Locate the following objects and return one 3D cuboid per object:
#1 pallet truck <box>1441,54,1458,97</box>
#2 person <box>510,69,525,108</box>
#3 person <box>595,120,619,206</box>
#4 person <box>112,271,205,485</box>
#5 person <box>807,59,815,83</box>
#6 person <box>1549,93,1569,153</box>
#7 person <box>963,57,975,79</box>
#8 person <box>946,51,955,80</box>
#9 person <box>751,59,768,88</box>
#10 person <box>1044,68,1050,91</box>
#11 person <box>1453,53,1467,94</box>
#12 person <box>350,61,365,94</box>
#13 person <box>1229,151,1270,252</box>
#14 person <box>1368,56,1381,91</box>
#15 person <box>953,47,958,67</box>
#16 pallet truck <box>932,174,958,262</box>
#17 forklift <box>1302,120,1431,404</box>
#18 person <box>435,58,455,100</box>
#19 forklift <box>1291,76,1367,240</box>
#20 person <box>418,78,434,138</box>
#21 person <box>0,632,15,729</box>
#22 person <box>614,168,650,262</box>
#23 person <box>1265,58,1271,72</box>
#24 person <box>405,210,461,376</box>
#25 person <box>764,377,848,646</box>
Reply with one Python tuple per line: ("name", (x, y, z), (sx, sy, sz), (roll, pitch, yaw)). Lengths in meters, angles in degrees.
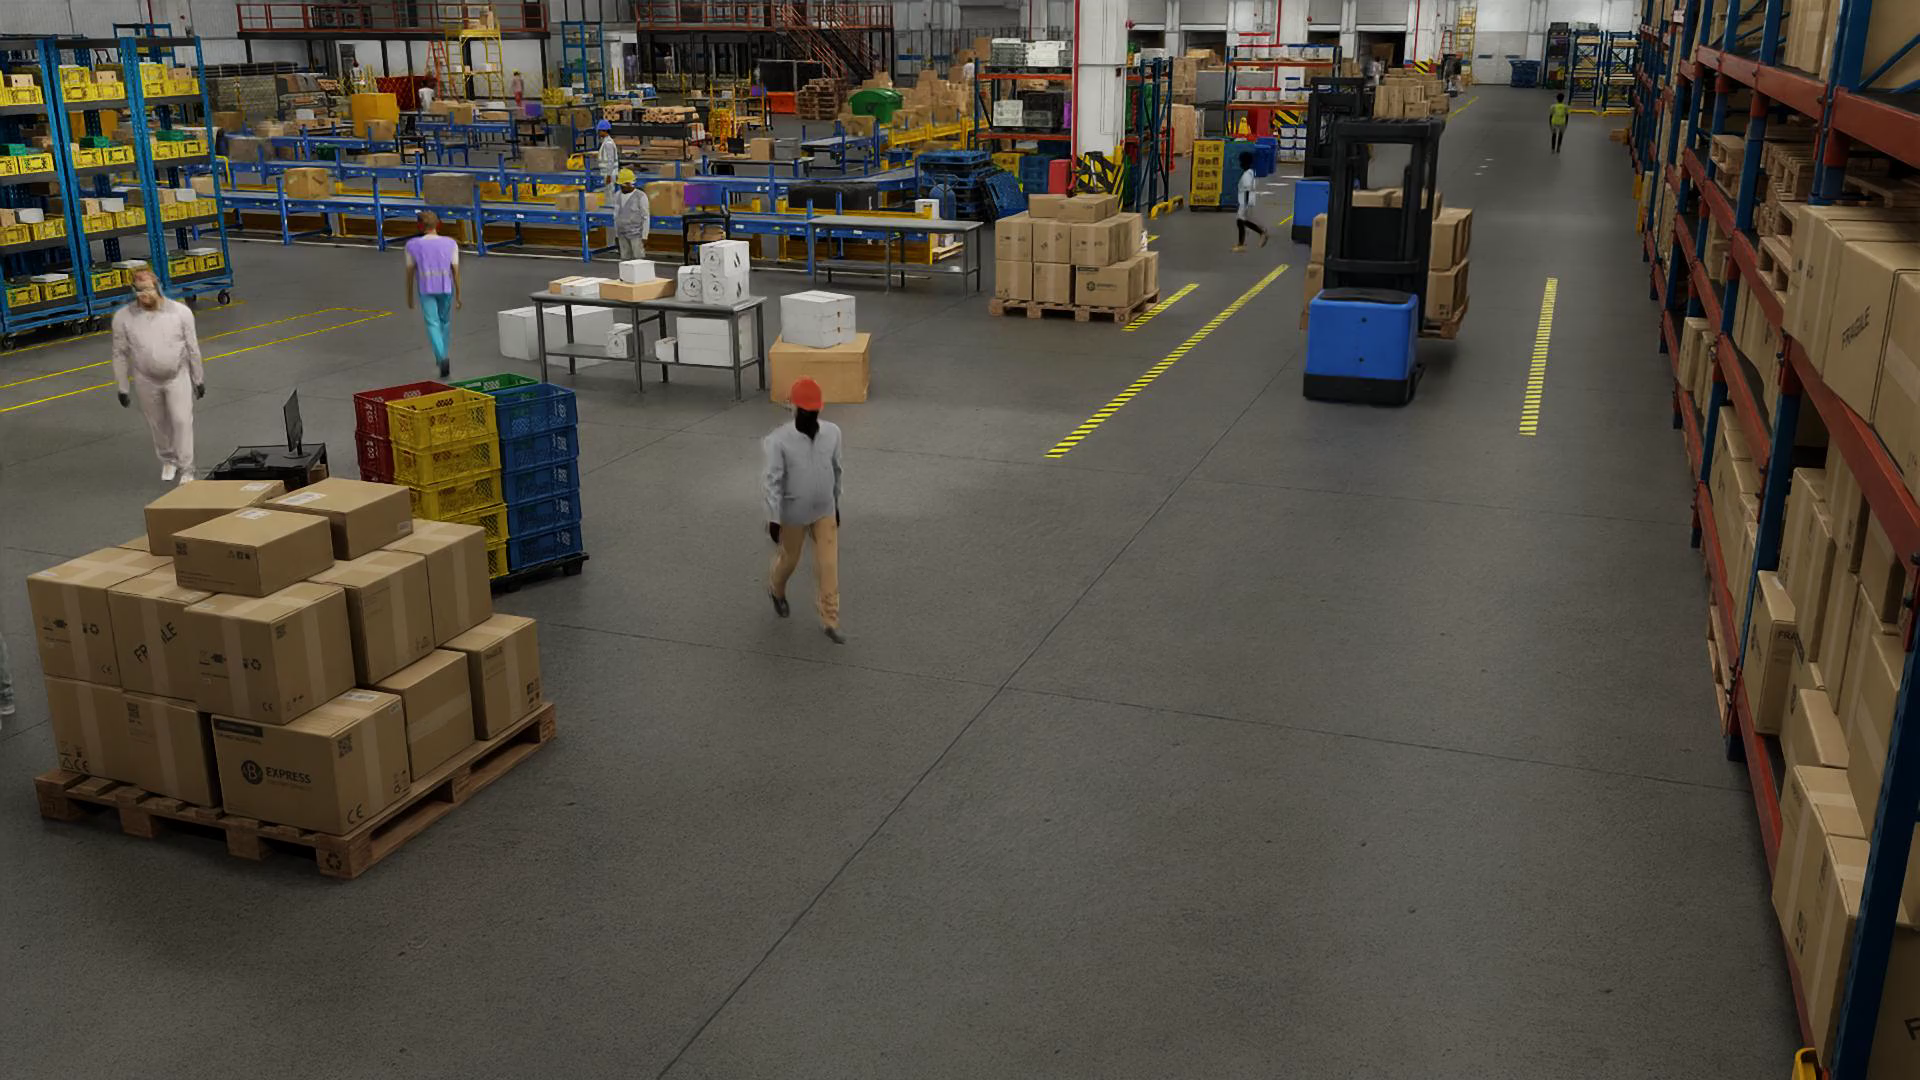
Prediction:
("pallet truck", (22.765, -21.886, 78.355), (0.823, 1.965, 1.885), (-4, 18, -14))
("person", (-17.322, -17.490, 64.967), (0.746, 1.741, 0.537), (14, 22, 37))
("person", (-6.670, -6.967, 31.560), (0.386, 1.948, 0.601), (-5, 18, -15))
("person", (-6.749, -1.334, 14.027), (0.664, 1.851, 1.012), (-6, 19, -18))
("person", (-6.388, -19.723, 71.658), (0.362, 1.938, 0.545), (4, 18, 12))
("person", (17.105, -11.926, 47.581), (0.543, 1.669, 0.737), (5, 18, 15))
("person", (0.448, -20.698, 74.723), (0.629, 1.937, 0.376), (-2, 18, -7))
("person", (-0.358, -27.277, 95.729), (0.859, 1.731, 0.529), (-6, 18, -17))
("person", (-8.502, -19.390, 70.442), (1.022, 2.000, 0.693), (14, 22, 37))
("person", (3.839, -20.841, 75.060), (0.500, 2.001, 0.640), (10, 20, 27))
("person", (24.238, -22.739, 81.145), (1.034, 1.949, 0.604), (6, 19, 20))
("person", (-25.650, -19.442, 70.864), (0.575, 1.882, 0.355), (-5, 18, -15))
("person", (4.882, -5.659, 27.895), (0.578, 1.678, 0.548), (4, 18, 12))
("person", (20.519, -22.991, 82.154), (0.940, 1.807, 0.634), (16, 23, 40))
("person", (-0.166, -26.354, 92.399), (0.625, 1.992, 0.389), (10, 20, 28))
("pallet truck", (-0.507, -5.292, 27.348), (0.653, 1.274, 1.630), (6, 19, 19))
("forklift", (4.351, -2.978, 17.514), (1.129, 2.768, 1.873), (6, 19, 19))
("person", (-23.516, -20.924, 75.525), (0.953, 1.883, 0.613), (4, 18, 13))
("forklift", (6.598, -6.755, 29.381), (1.129, 2.768, 1.873), (6, 19, 19))
("person", (-17.080, -13.854, 53.352), (0.526, 1.853, 0.448), (-9, 20, -26))
("person", (-5.605, 0.233, 9.267), (0.306, 1.745, 0.483), (-2, 18, -7))
("person", (-4.635, -4.299, 23.382), (0.586, 1.822, 0.403), (10, 20, 28))
("person", (14.519, -21.861, 78.570), (0.990, 1.831, 0.533), (1, 18, 4))
("person", (-5.853, -2.764, 18.571), (0.580, 1.818, 0.861), (-9, 20, -26))
("person", (-1.021, -0.230, 10.768), (0.573, 1.719, 0.840), (-10, 20, -29))
